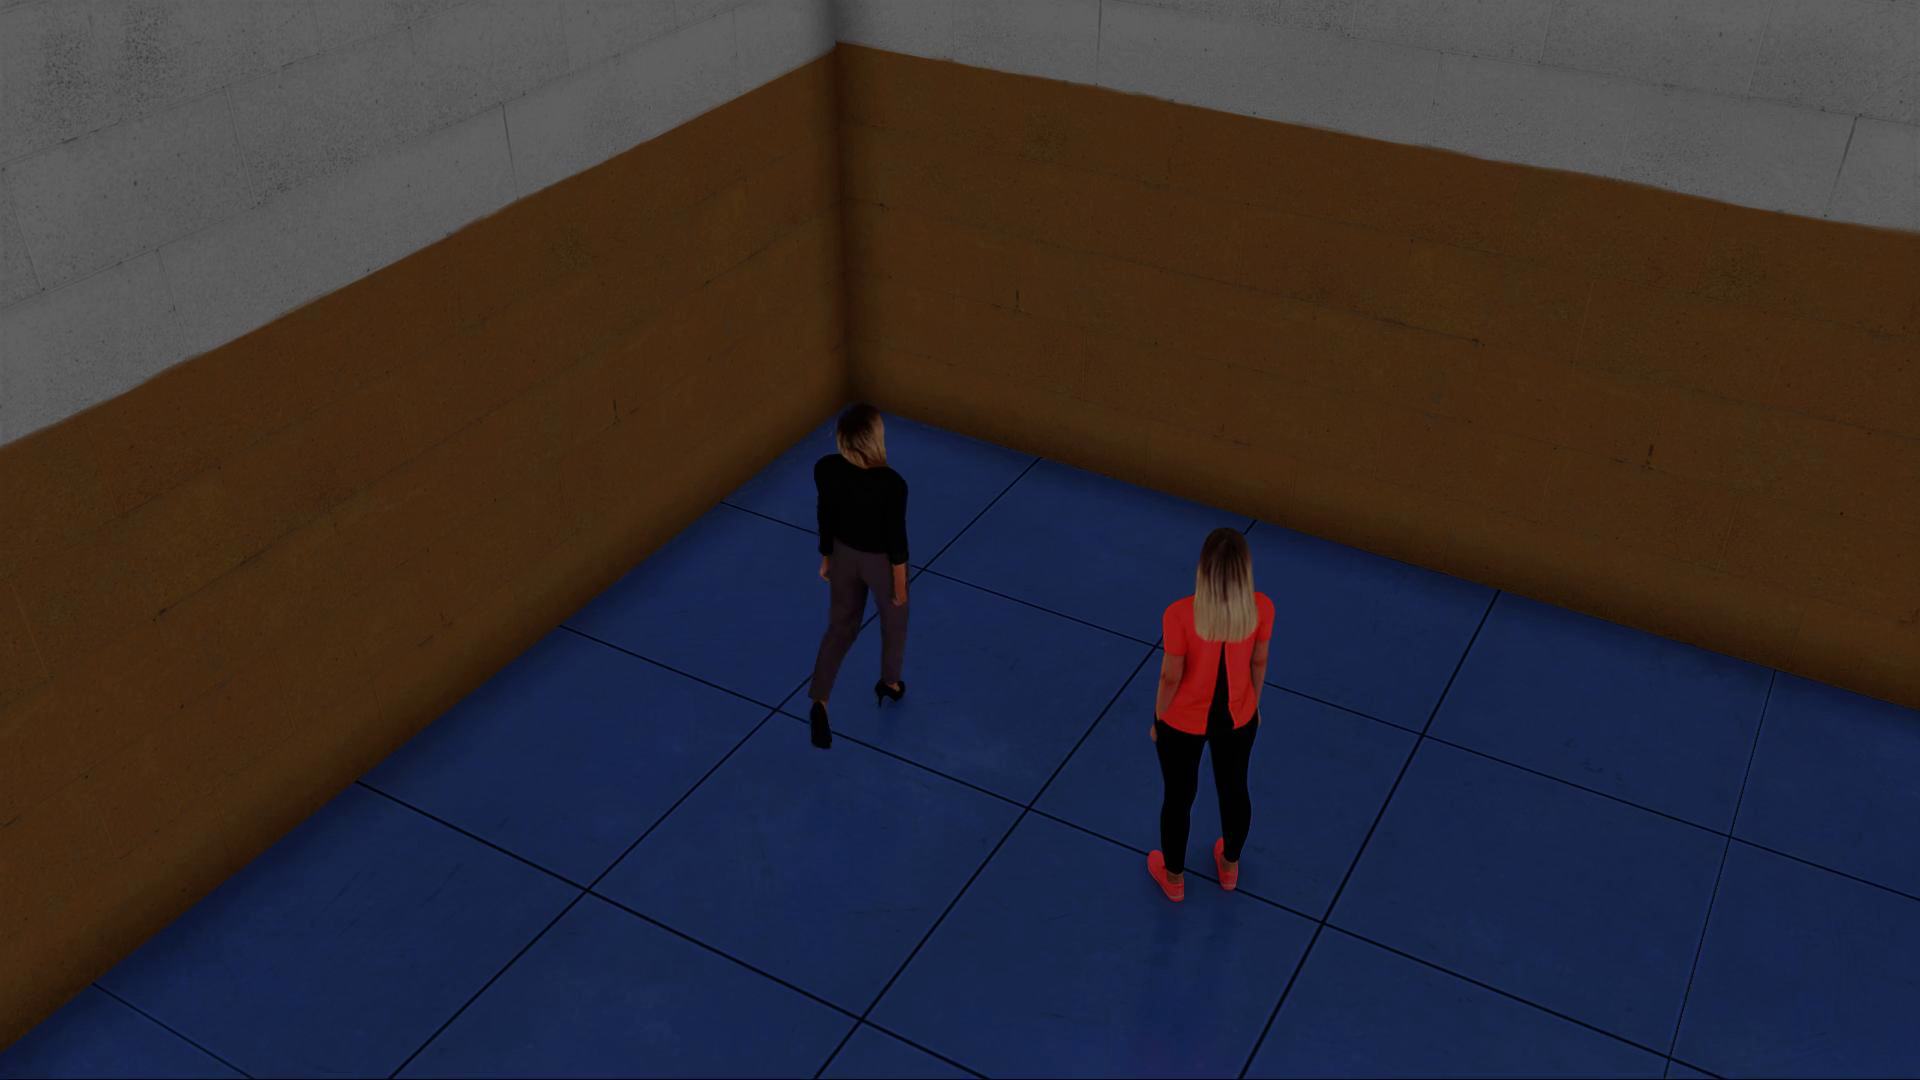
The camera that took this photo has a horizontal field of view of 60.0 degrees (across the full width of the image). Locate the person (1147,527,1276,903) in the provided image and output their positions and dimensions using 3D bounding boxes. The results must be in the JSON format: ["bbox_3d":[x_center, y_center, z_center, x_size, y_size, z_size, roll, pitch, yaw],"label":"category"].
[{"bbox_3d":[0.955,0.684,6.398,0.675,1.693,0.725,-7,34,-10],"label":"person"}]

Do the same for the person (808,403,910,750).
[{"bbox_3d":[-0.447,0.191,7.178,0.650,1.650,0.989,14,36,20],"label":"person"}]
